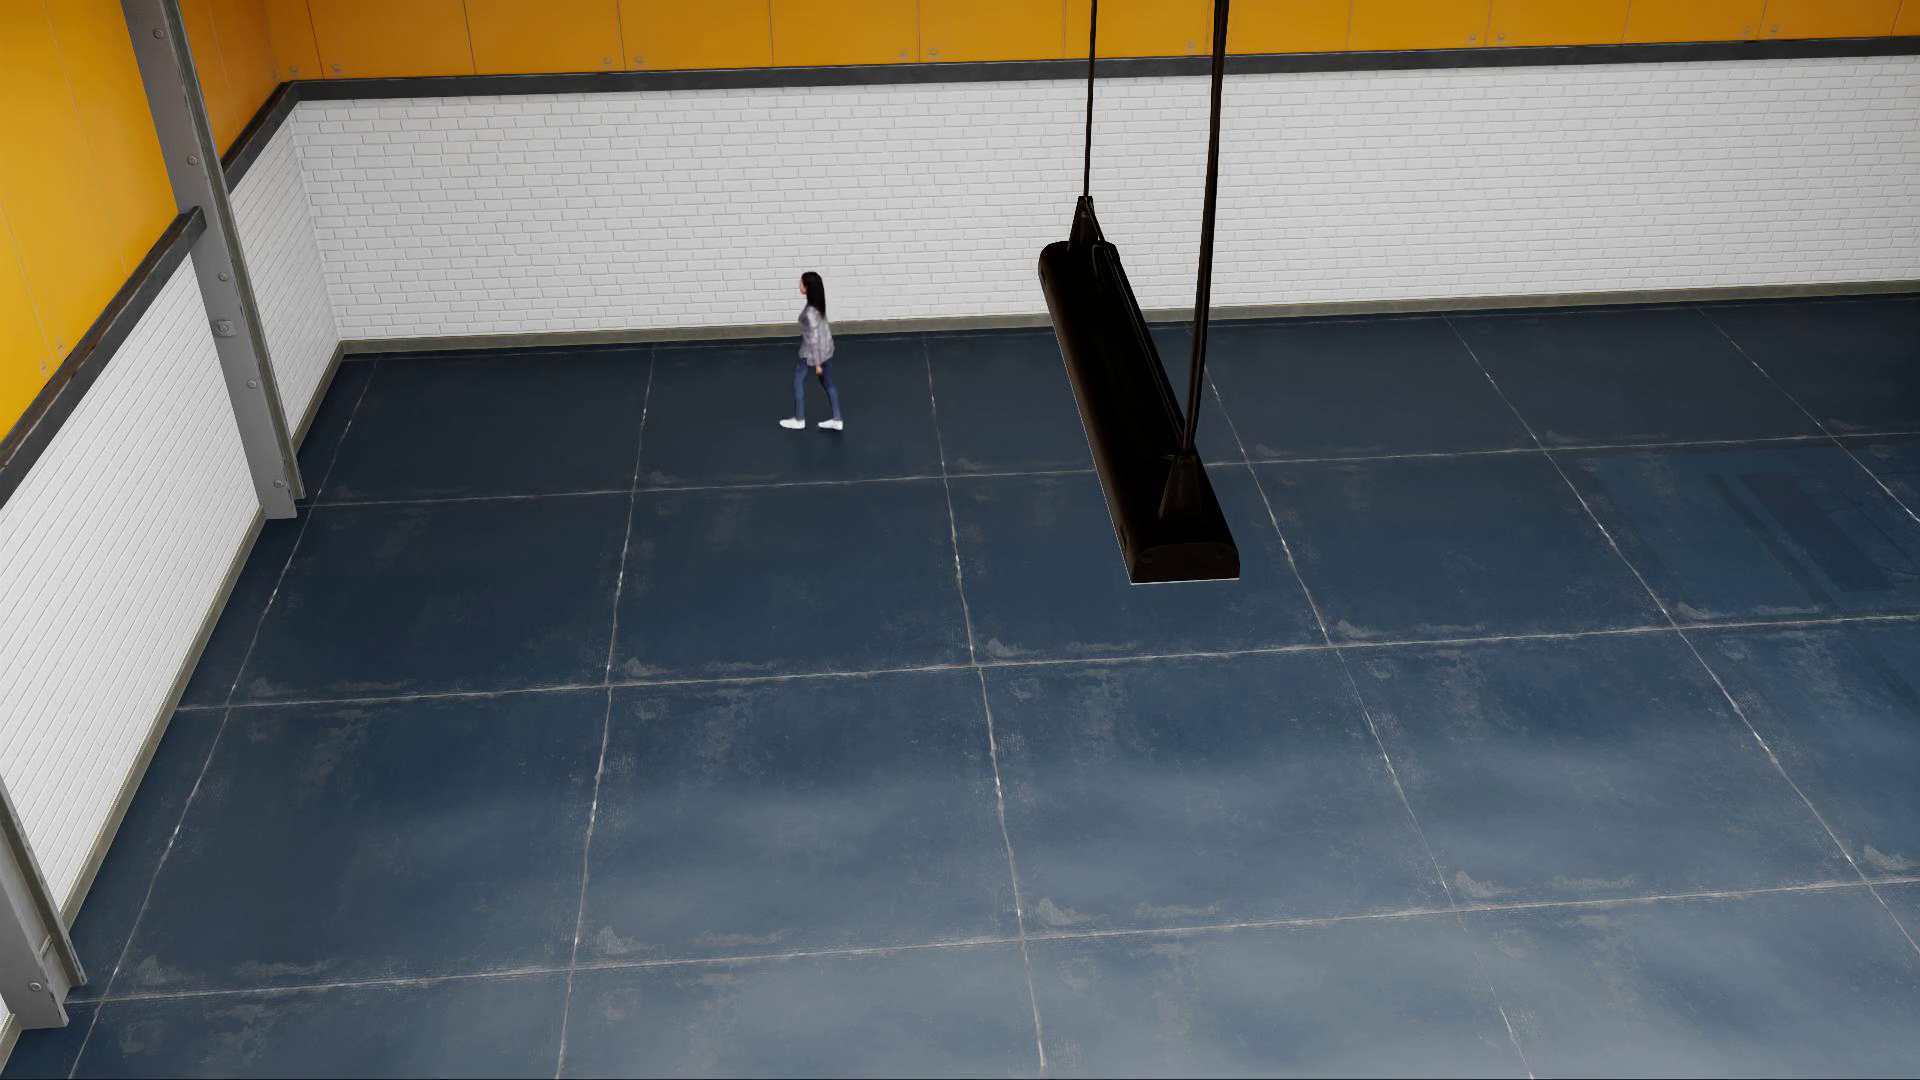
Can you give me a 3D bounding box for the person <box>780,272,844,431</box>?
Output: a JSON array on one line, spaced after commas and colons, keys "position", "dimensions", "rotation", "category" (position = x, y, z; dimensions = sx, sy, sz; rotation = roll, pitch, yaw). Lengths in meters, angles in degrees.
[{"position": [-1.338, -1.842, 16.477], "dimensions": [0.881, 1.708, 0.904], "rotation": [11, 35, 16], "category": "person"}]
